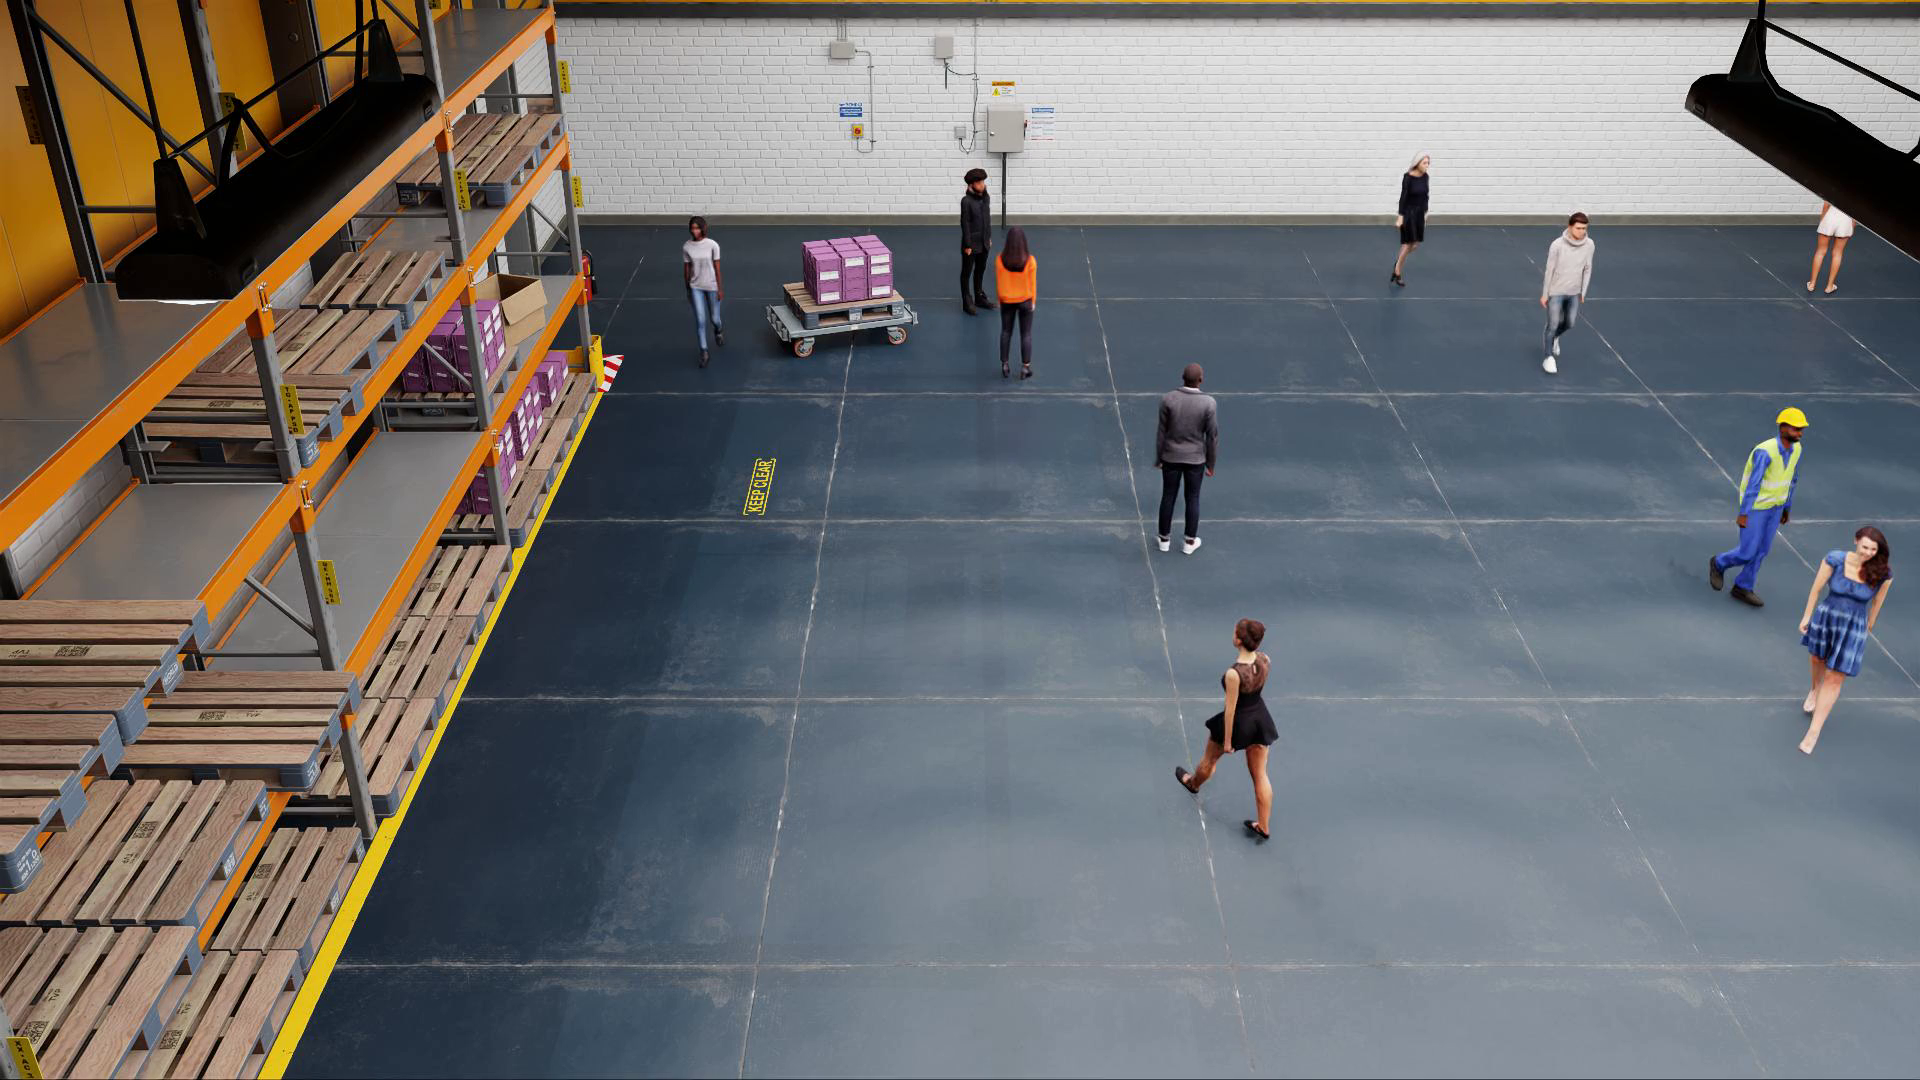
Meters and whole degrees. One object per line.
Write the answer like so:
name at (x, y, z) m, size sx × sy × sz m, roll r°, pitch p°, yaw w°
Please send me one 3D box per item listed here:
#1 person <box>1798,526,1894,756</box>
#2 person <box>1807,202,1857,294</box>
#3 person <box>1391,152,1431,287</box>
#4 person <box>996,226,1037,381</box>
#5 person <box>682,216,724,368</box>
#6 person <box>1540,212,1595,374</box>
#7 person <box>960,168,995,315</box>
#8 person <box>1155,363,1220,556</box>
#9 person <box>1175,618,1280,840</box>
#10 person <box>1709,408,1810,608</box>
person at (6.529, 0.672, 12.392) m, size 1.091 × 1.736 × 1.271 m, roll 19°, pitch 34°, yaw 31°
person at (11.026, -3.963, 20.930) m, size 0.662 × 1.697 × 0.691 m, roll 16°, pitch 32°, yaw 27°
person at (5.664, -4.084, 21.111) m, size 0.755 × 1.737 × 0.825 m, roll -16°, pitch 33°, yaw -27°
person at (0.621, -2.633, 18.438) m, size 0.682 × 1.749 × 0.653 m, roll 9°, pitch 30°, yaw 16°
person at (-2.883, -2.858, 18.896) m, size 0.591 × 1.706 × 0.872 m, roll 1°, pitch 29°, yaw 2°
person at (6.752, -2.822, 18.693) m, size 0.673 × 1.837 × 0.852 m, roll -1°, pitch 29°, yaw -2°
person at (0.187, -3.673, 20.313) m, size 0.725 × 1.780 × 0.779 m, roll -24°, pitch 36°, yaw -36°
person at (2.002, -0.721, 14.866) m, size 0.768 × 1.814 × 0.674 m, roll 7°, pitch 29°, yaw 12°
person at (1.988, 1.314, 11.322) m, size 0.975 × 1.634 × 1.158 m, roll -18°, pitch 33°, yaw -29°
person at (6.763, -0.316, 14.132) m, size 0.844 × 1.805 × 0.918 m, roll -11°, pitch 31°, yaw -20°
